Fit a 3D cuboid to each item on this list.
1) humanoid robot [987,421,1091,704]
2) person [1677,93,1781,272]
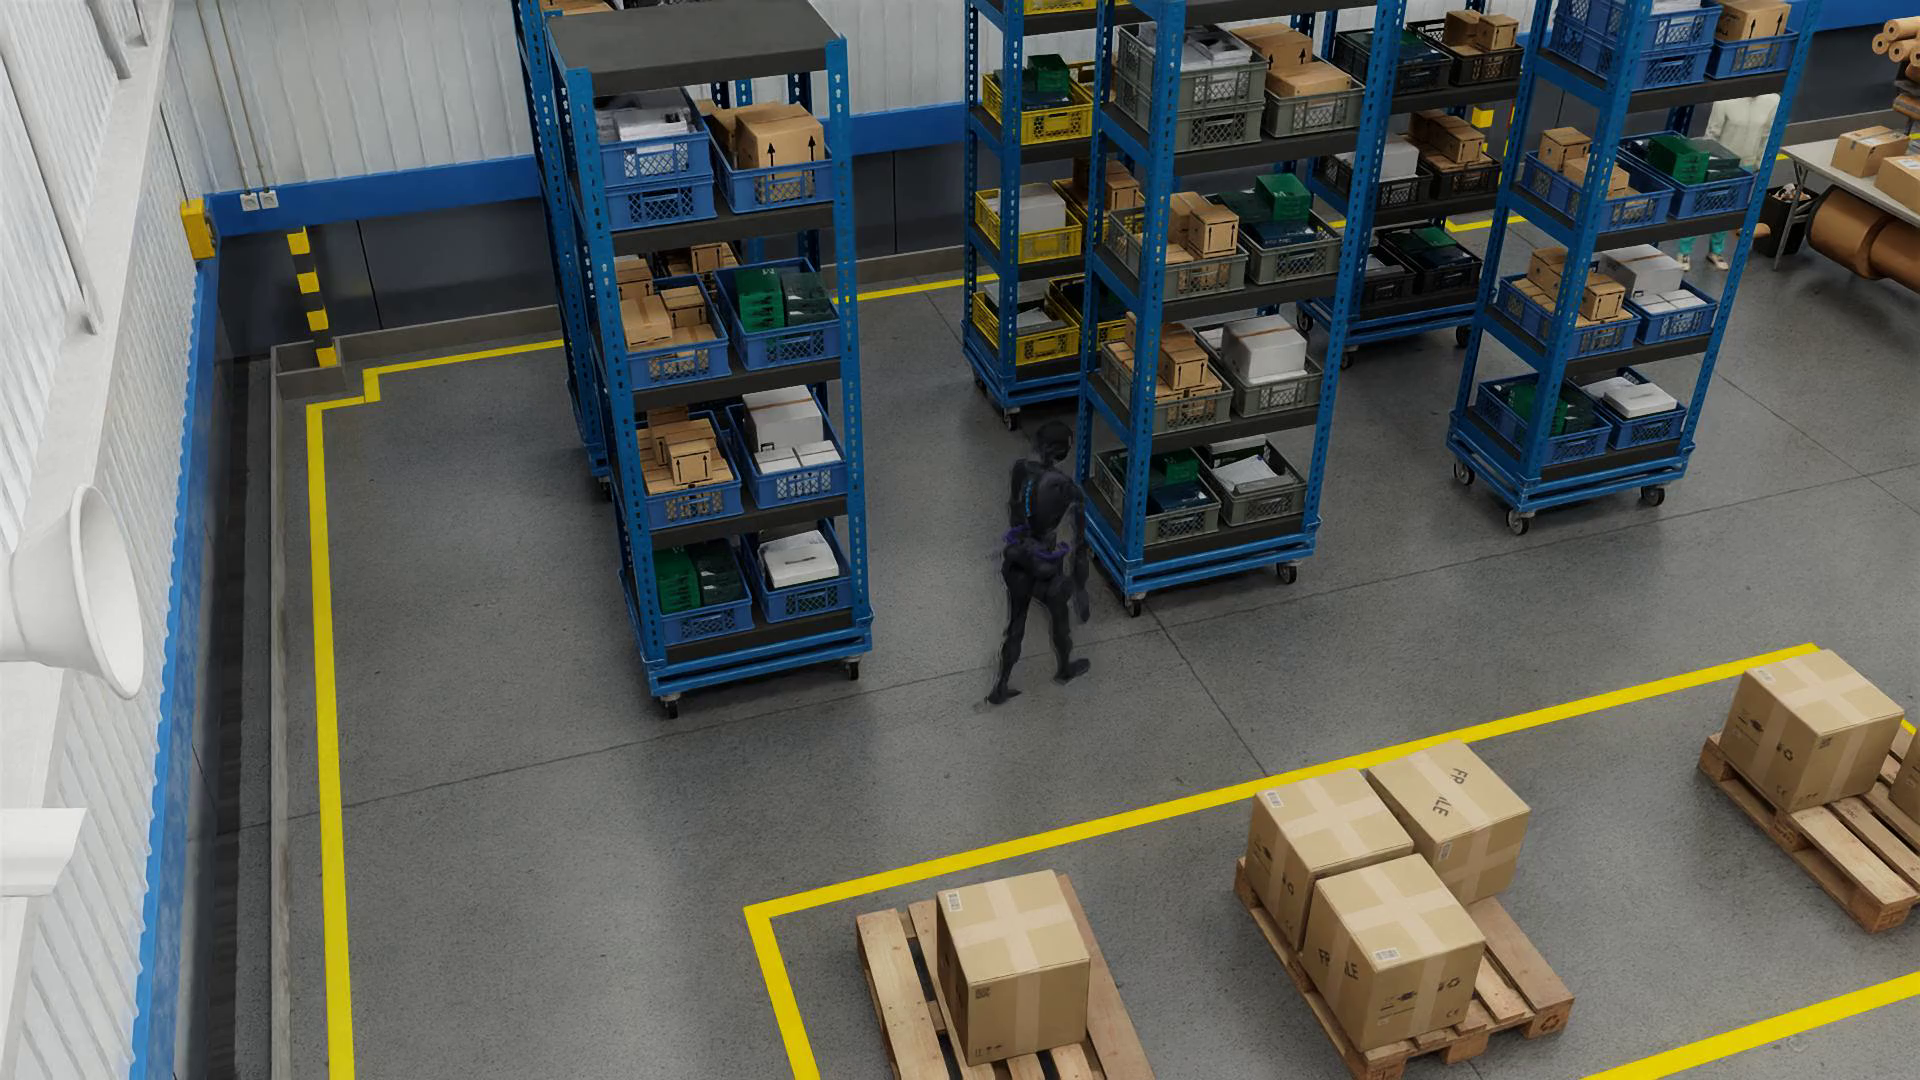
[{"bbox_3d":[0.426,0.145,8.671,0.618,1.659,0.541,28,44,34],"label":"humanoid robot"},{"bbox_3d":[5.989,-2.919,12.894,0.532,1.766,0.325,-1,35,-2],"label":"person"}]
